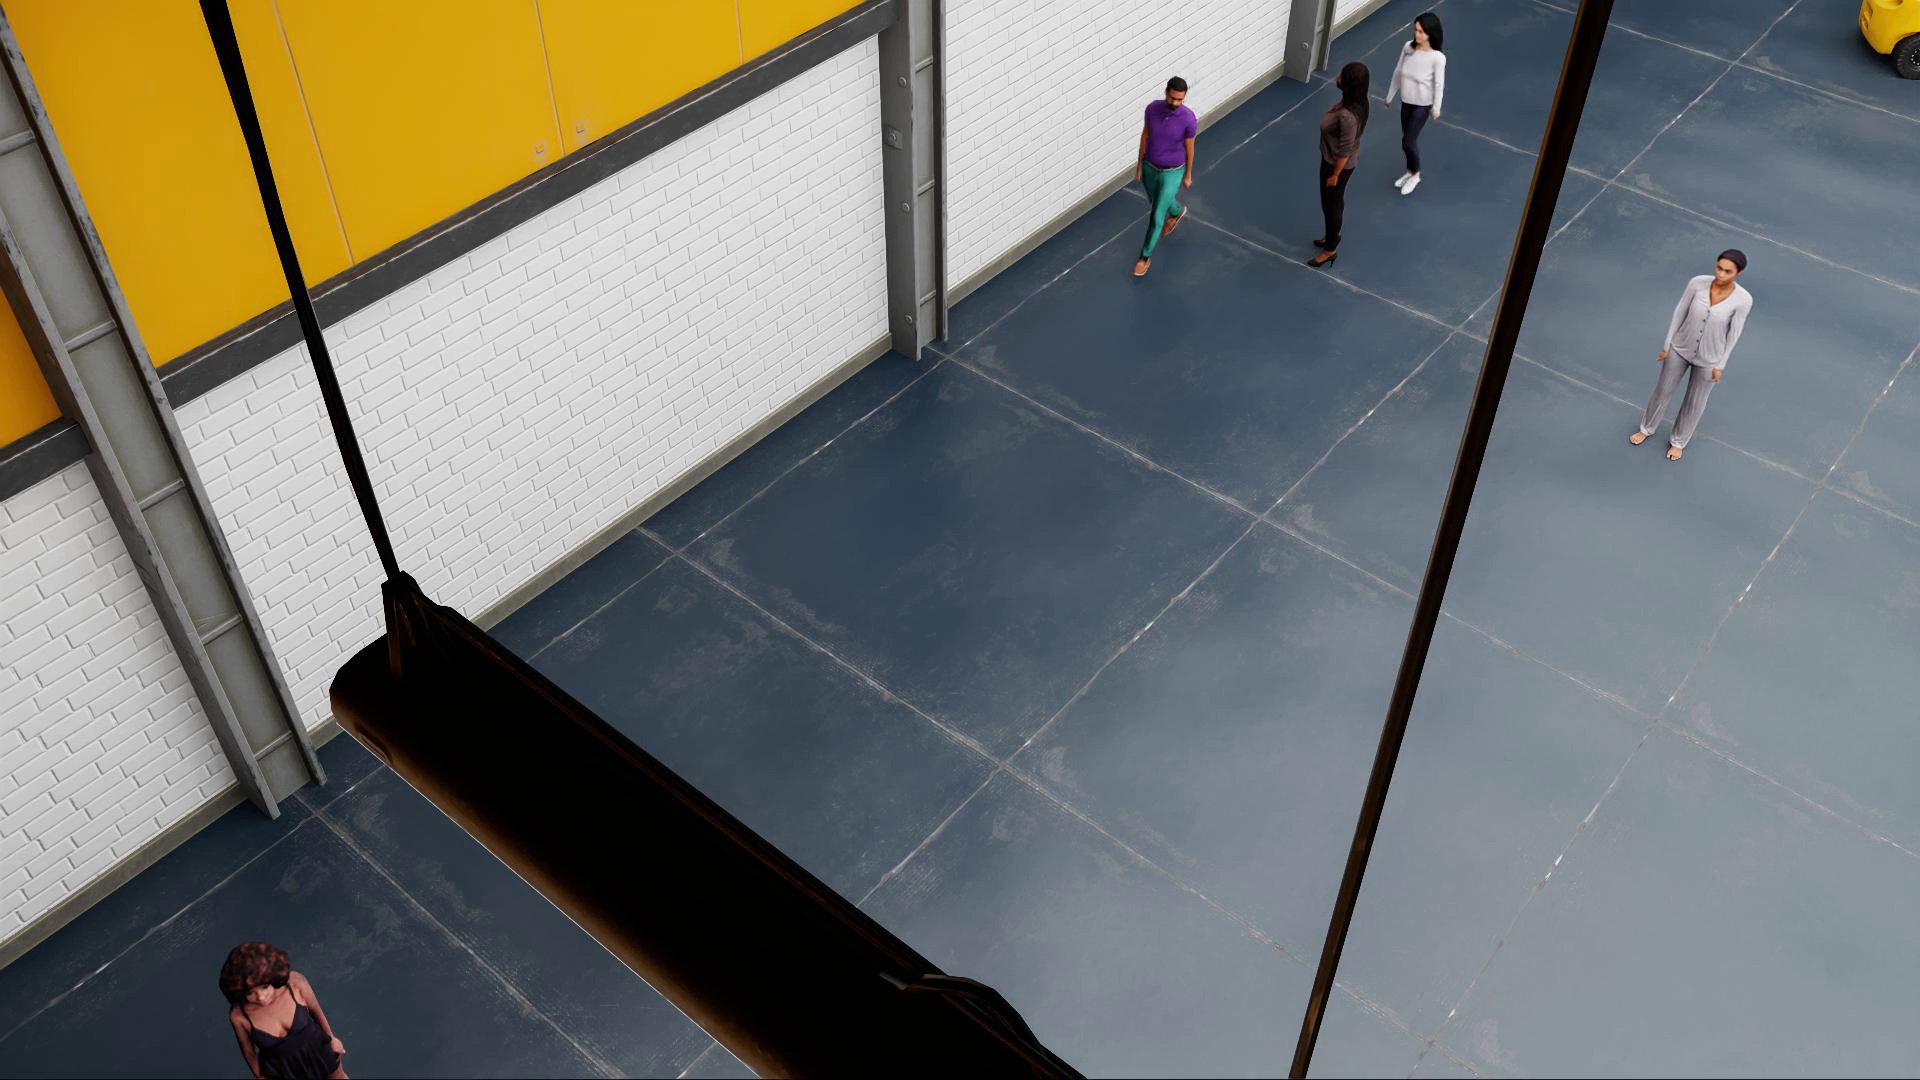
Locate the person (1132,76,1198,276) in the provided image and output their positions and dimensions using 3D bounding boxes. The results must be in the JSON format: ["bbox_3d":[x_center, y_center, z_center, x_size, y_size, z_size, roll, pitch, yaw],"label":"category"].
[{"bbox_3d":[1.760,-3.149,14.028,0.738,1.727,1.210,29,51,27],"label":"person"}]

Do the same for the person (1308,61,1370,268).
[{"bbox_3d":[3.188,-3.151,13.947,0.795,1.841,0.665,13,45,13],"label":"person"}]

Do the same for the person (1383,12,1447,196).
[{"bbox_3d":[4.154,-3.935,14.886,0.715,1.683,0.707,-28,50,-26],"label":"person"}]

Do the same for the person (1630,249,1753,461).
[{"bbox_3d":[5.395,-1.389,12.174,0.635,1.737,0.549,27,50,25],"label":"person"}]

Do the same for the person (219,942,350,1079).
[{"bbox_3d":[-3.207,2.504,8.050,0.524,1.789,0.662,-30,51,-28],"label":"person"}]
